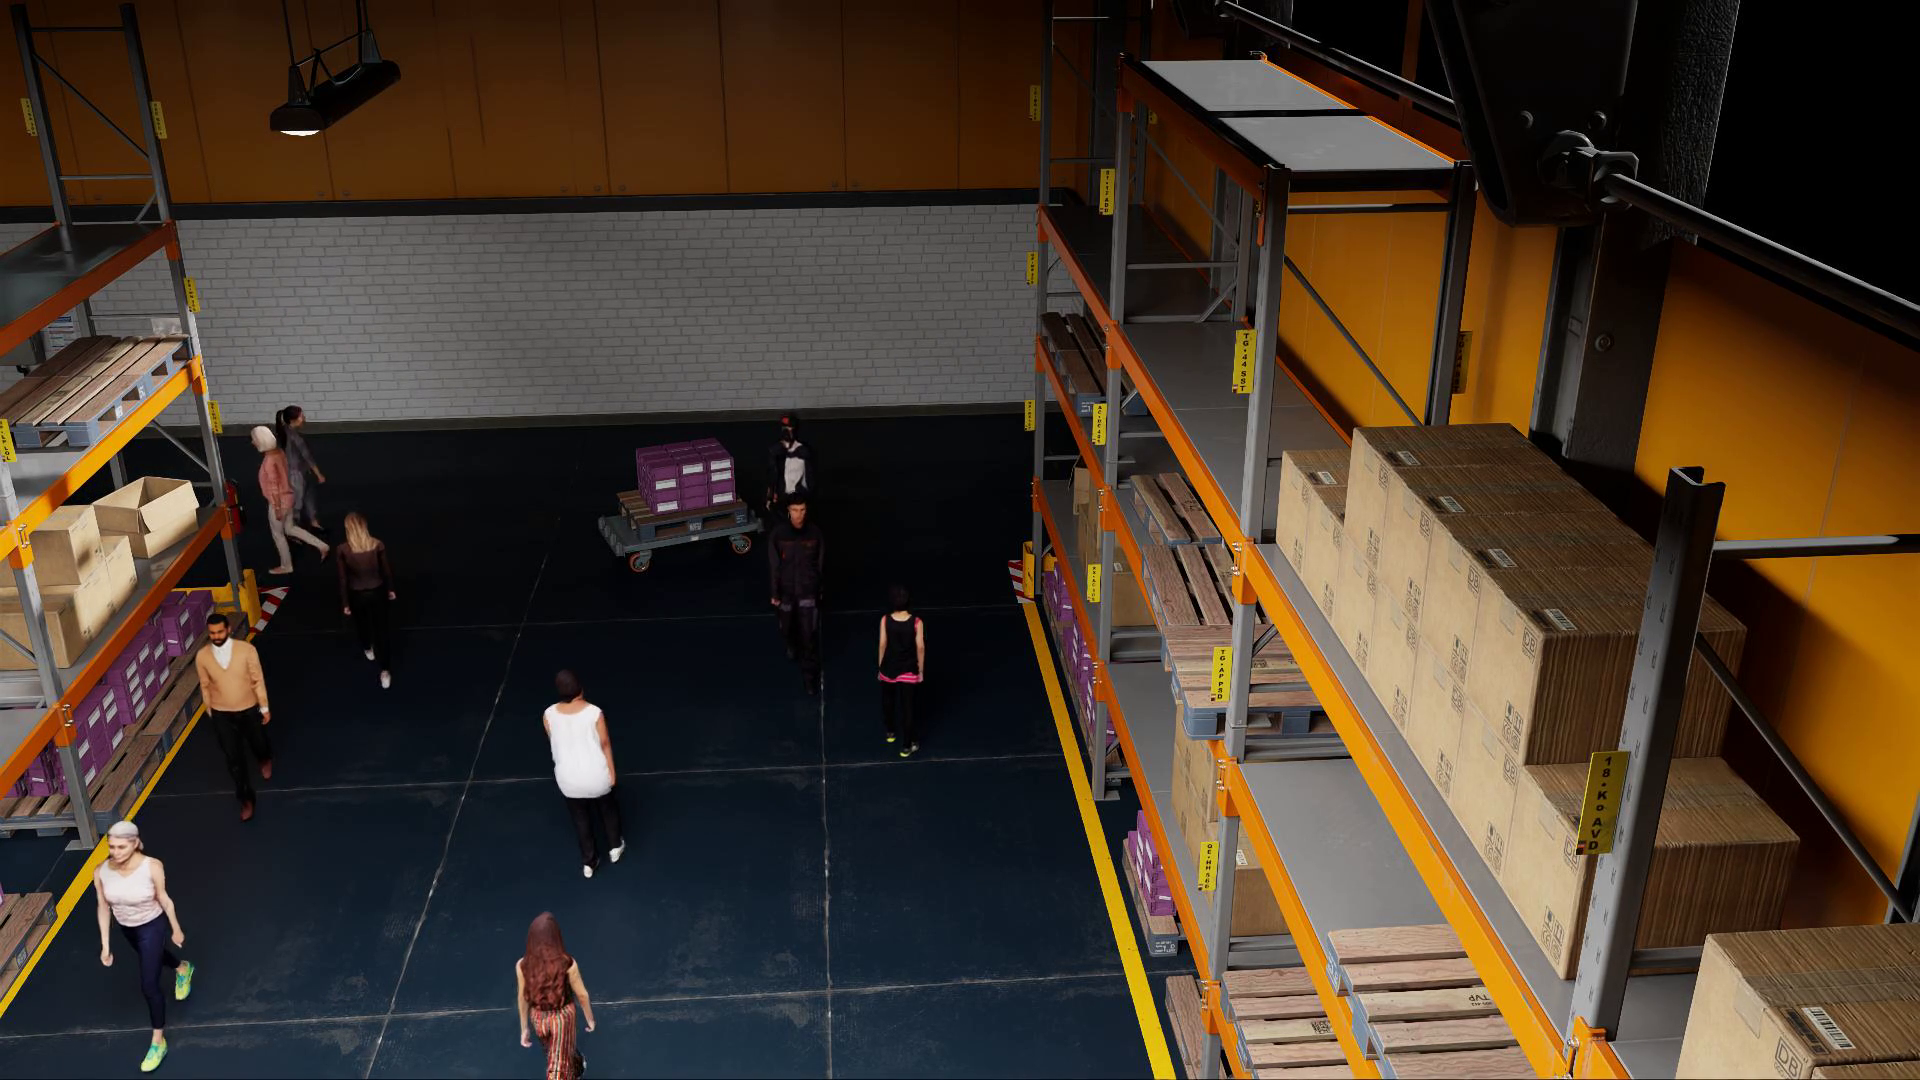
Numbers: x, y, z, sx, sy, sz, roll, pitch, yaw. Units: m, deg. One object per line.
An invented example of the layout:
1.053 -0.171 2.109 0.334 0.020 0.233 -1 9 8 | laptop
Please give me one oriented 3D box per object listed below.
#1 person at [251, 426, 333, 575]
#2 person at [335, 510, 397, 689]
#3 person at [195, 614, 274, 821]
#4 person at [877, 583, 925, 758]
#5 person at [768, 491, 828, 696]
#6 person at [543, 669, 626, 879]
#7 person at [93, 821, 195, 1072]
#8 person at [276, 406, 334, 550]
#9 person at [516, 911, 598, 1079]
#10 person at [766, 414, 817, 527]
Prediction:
-7.084 -0.406 17.569 0.705 1.697 0.859 -4 24 -9 | person
-5.456 0.583 15.366 0.882 1.650 1.193 -10 25 -21 | person
-5.834 1.358 13.482 0.777 1.741 1.051 -6 24 -14 | person
-0.526 1.124 14.273 0.633 1.535 0.717 5 24 11 | person
-1.517 0.423 15.416 0.676 1.903 1.151 -2 24 -5 | person
-2.838 1.775 12.626 0.745 1.662 0.747 7 24 15 | person
-5.319 2.520 10.918 0.712 1.664 1.215 1 24 3 | person
-7.327 -0.651 18.199 0.884 1.643 0.931 21 31 39 | person
-2.463 2.985 10.032 0.696 1.521 1.138 2 24 4 | person
-1.752 -0.451 17.454 0.903 1.872 1.134 6 24 13 | person
